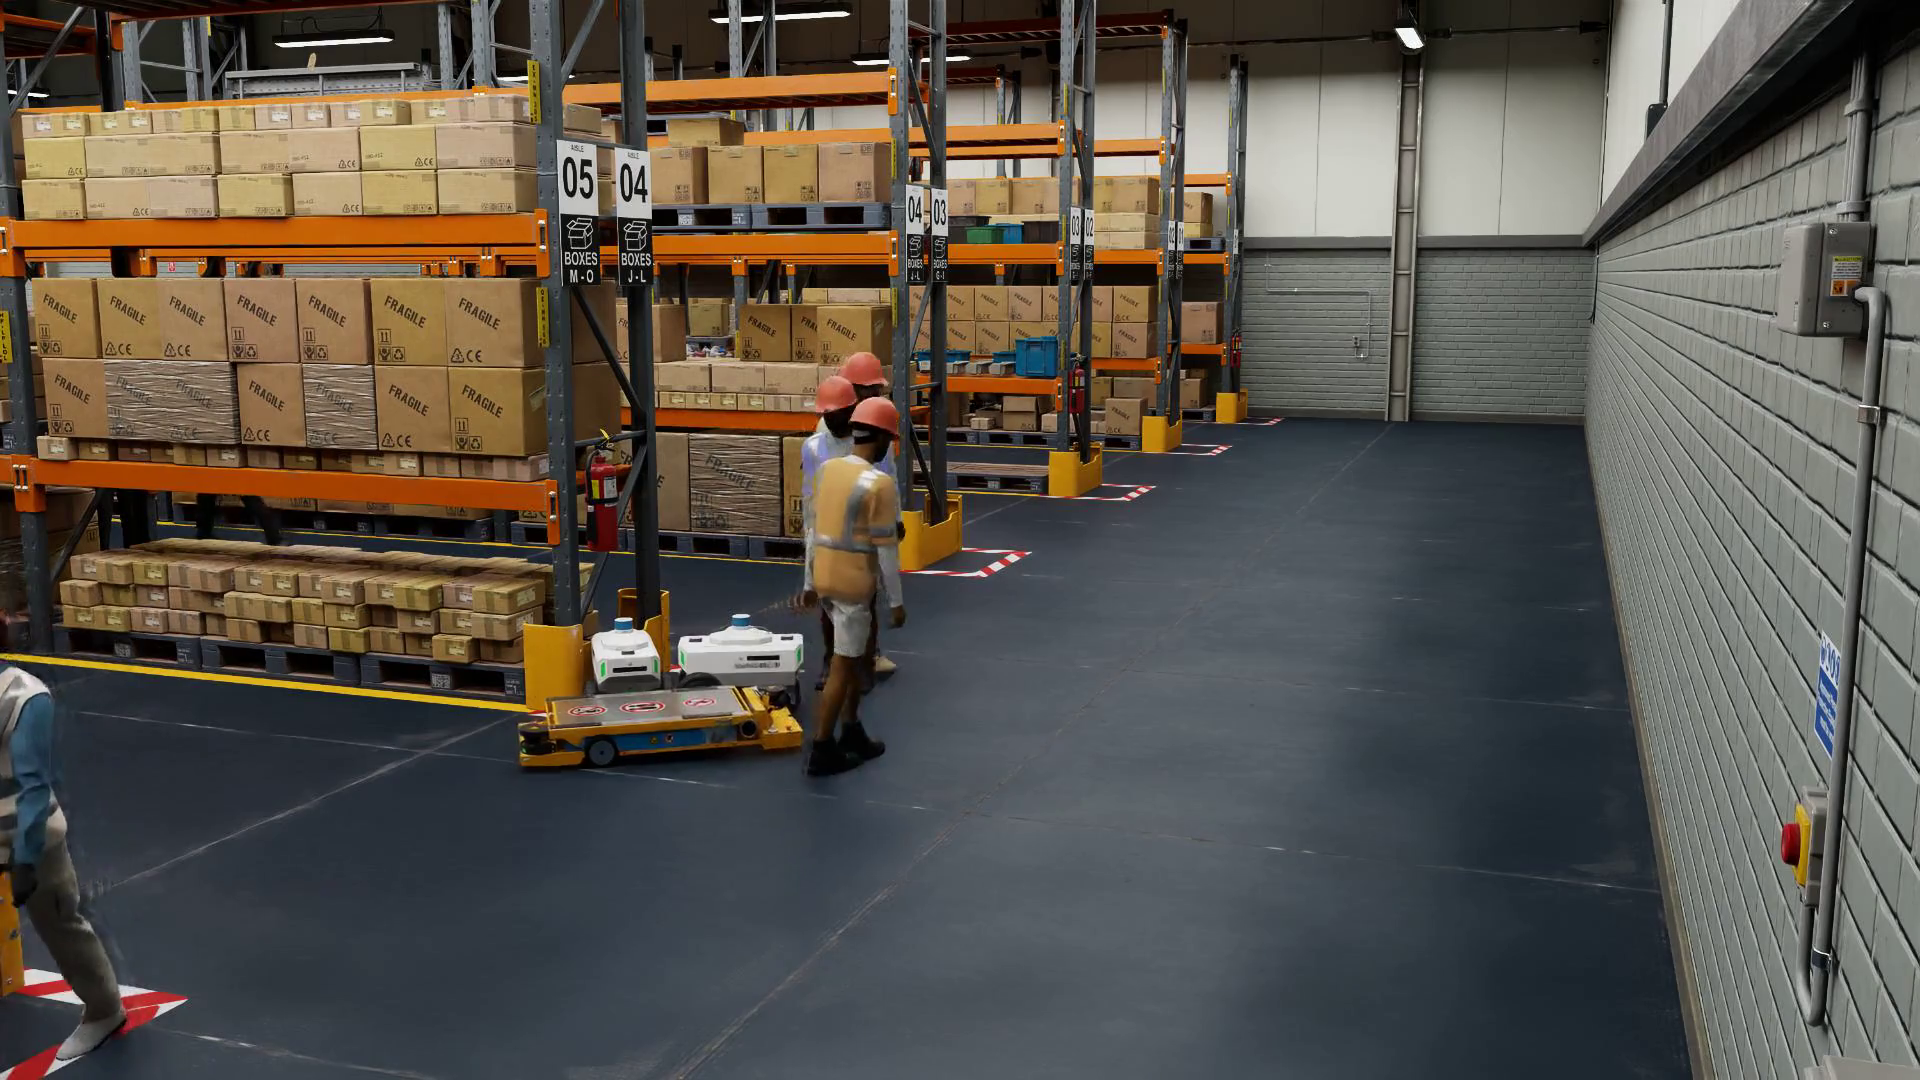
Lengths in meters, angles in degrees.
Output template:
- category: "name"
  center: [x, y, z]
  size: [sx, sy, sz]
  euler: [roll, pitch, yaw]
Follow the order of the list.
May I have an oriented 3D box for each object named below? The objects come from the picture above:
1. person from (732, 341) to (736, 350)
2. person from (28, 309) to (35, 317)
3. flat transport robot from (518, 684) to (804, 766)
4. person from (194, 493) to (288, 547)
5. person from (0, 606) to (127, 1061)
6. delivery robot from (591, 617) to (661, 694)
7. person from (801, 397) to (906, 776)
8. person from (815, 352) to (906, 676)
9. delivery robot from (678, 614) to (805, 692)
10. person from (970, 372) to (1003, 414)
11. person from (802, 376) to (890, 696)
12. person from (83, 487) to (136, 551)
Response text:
- category: "person"
  center: [-3.183, -2.140, 23.964]
  size: [0.618, 1.614, 0.513]
  euler: [2, 9, 15]
- category: "person"
  center: [-16.930, -3.318, 30.599]
  size: [0.646, 1.867, 0.974]
  euler: [-8, 12, -42]
- category: "flat transport robot"
  center: [-1.593, 0.966, 8.792]
  size: [1.431, 0.197, 0.652]
  euler: [-3, 9, -16]
- category: "person"
  center: [-6.267, -0.748, 14.279]
  size: [0.995, 1.957, 0.620]
  euler: [2, 9, 14]
- category: "person"
  center: [-2.914, 0.916, 5.012]
  size: [0.524, 1.585, 0.900]
  euler: [3, 9, 16]
- category: "delivery robot"
  center: [-1.893, 0.682, 9.396]
  size: [0.477, 0.478, 0.707]
  euler: [-3, 9, -16]
- category: "person"
  center: [-0.496, 0.236, 8.309]
  size: [0.671, 1.887, 0.573]
  euler: [-7, 11, -37]
- category: "person"
  center: [-0.560, -0.150, 10.319]
  size: [0.712, 2.010, 0.622]
  euler: [6, 11, 33]
- category: "delivery robot"
  center: [-1.242, 0.667, 9.489]
  size: [0.707, 0.478, 0.477]
  euler: [-1, 9, -6]
- category: "person"
  center: [0.360, -2.705, 26.544]
  size: [0.943, 1.921, 0.618]
  euler: [5, 10, 27]
- category: "person"
  center: [-0.683, -0.015, 9.862]
  size: [0.550, 1.923, 0.441]
  euler: [3, 10, 17]
- category: "person"
  center: [-6.565, -0.480, 12.944]
  size: [0.346, 1.840, 0.505]
  euler: [8, 12, 43]
